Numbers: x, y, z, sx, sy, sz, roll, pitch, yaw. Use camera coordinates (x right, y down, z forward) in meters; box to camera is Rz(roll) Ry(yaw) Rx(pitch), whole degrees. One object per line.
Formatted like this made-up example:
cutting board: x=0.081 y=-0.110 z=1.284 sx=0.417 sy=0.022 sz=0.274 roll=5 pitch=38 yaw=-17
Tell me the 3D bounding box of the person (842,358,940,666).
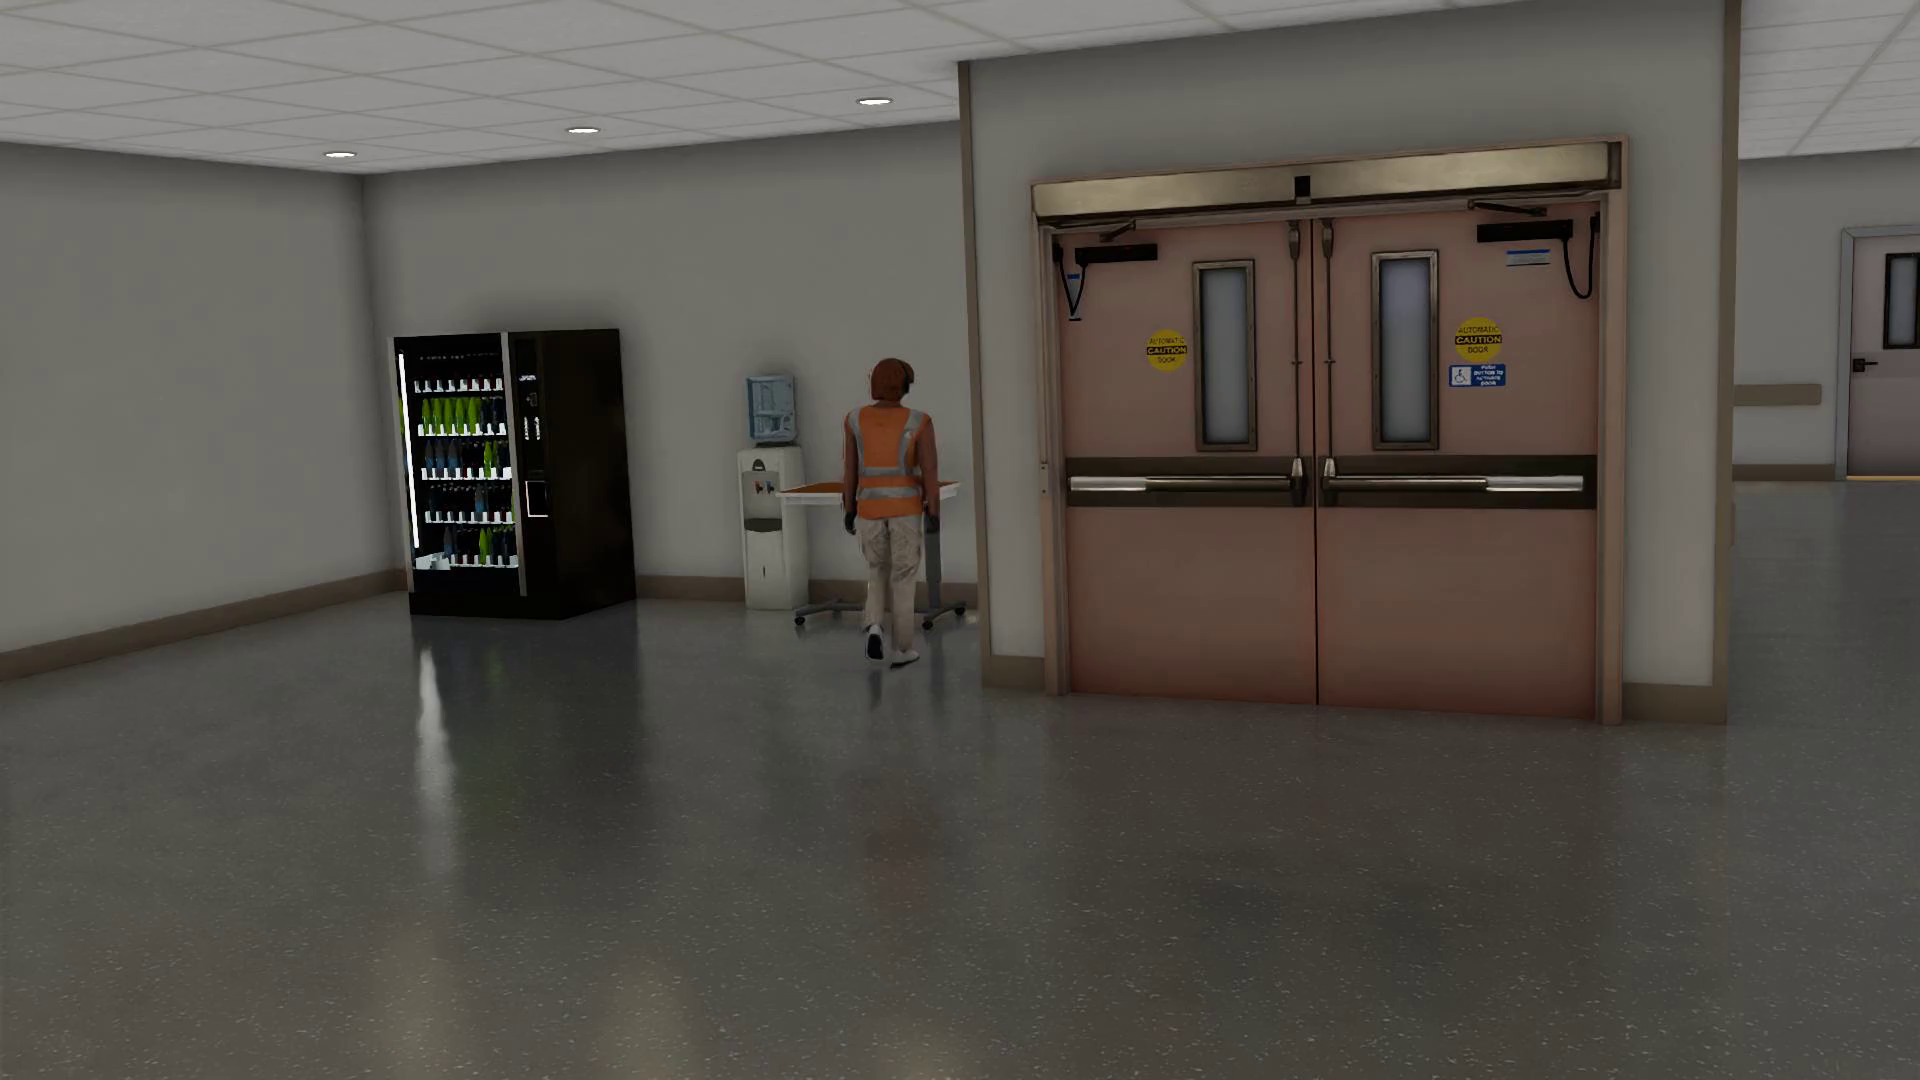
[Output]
person: x=-0.349 y=-0.141 z=8.733 sx=0.550 sy=1.622 sz=0.371 roll=0 pitch=8 yaw=20
